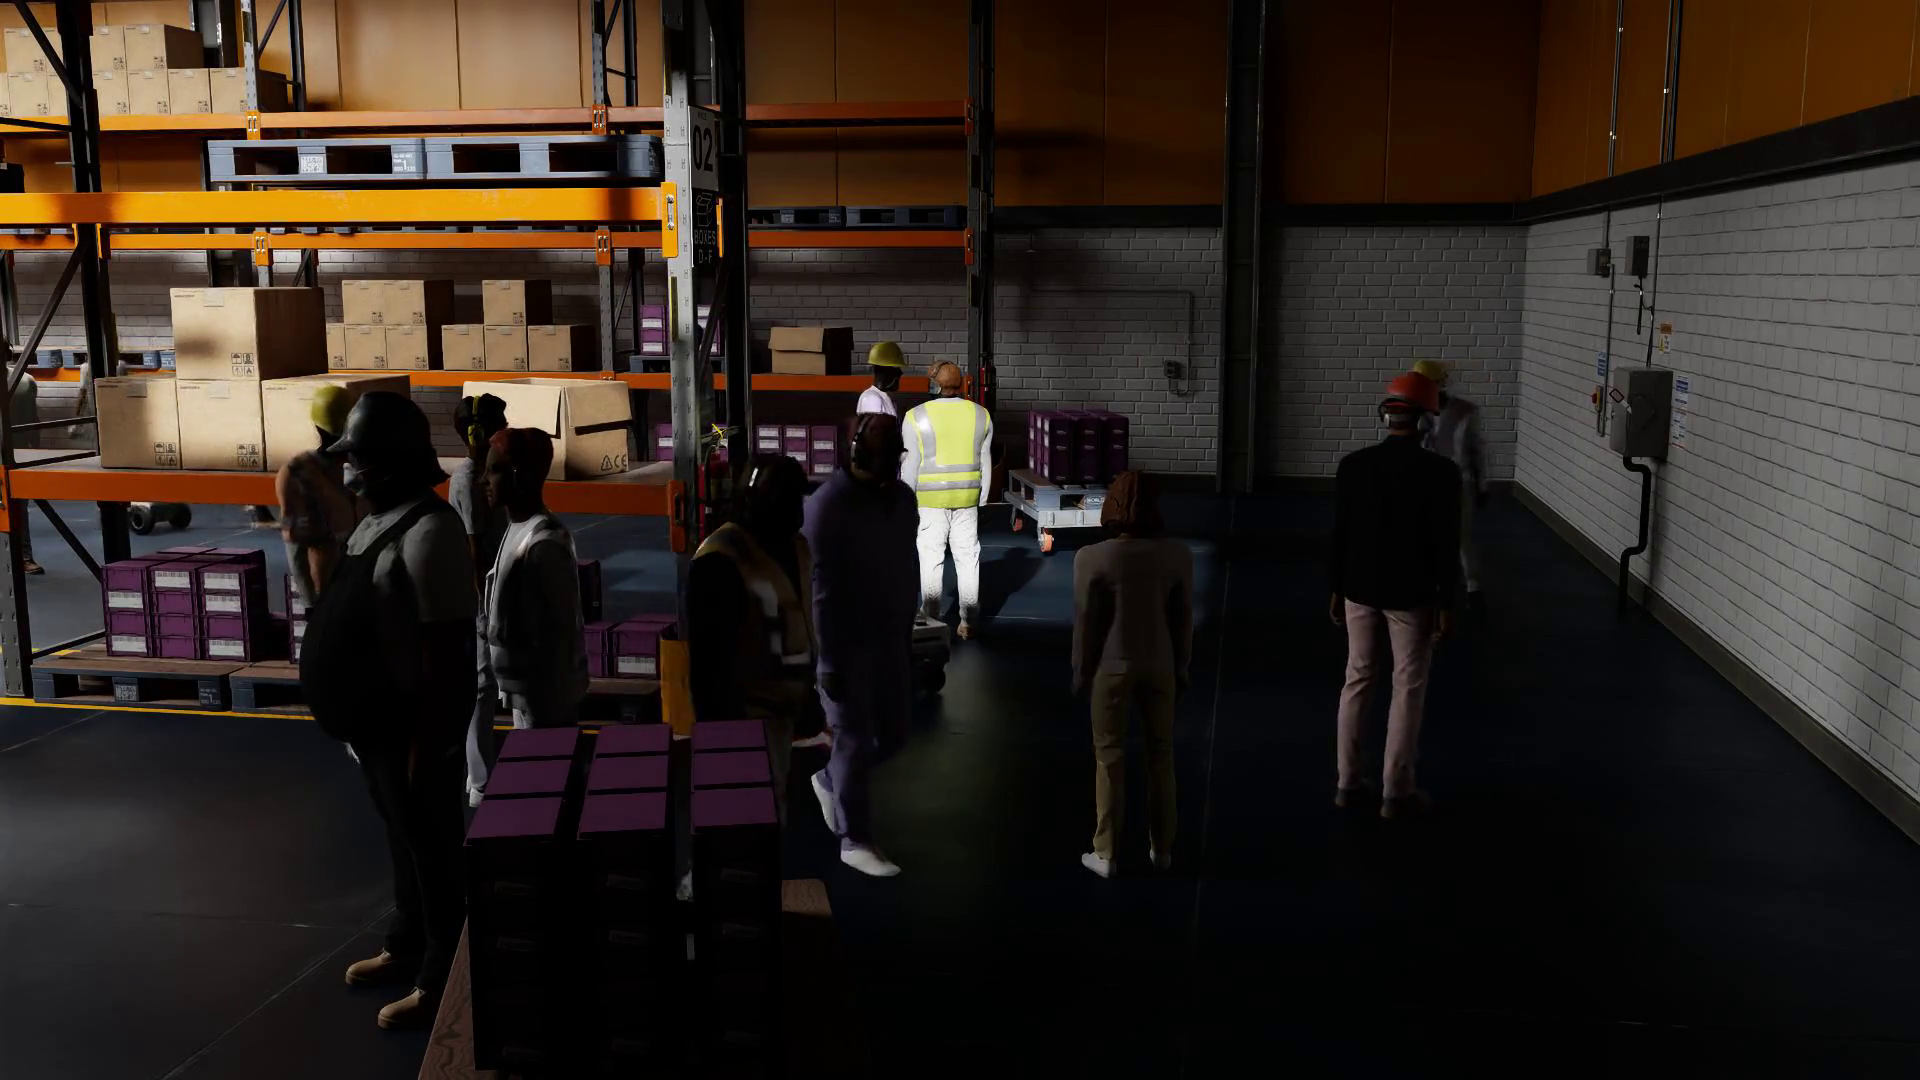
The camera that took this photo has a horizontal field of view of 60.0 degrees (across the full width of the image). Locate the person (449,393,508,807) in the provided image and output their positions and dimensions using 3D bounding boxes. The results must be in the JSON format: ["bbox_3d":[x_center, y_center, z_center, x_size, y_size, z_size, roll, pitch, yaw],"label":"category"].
[{"bbox_3d":[-2.126,0.273,7.519,0.328,1.872,0.513,-3,10,-17],"label":"person"}]

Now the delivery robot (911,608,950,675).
[{"bbox_3d":[-0.350,0.540,9.642,0.477,0.478,0.707,-5,11,-29],"label":"delivery robot"}]

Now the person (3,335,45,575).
[{"bbox_3d":[-7.552,-0.661,13.121,0.371,1.934,0.627,7,11,36],"label":"person"}]

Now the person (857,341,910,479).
[{"bbox_3d":[-0.545,-0.452,11.862,0.386,1.920,0.586,1,9,5],"label":"person"}]

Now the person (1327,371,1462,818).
[{"bbox_3d":[1.955,0.236,7.449,0.638,1.970,0.454,8,12,40],"label":"person"}]

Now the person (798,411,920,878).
[{"bbox_3d":[-0.435,0.408,6.686,0.565,1.879,0.656,8,12,40],"label":"person"}]

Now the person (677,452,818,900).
[{"bbox_3d":[-0.718,0.591,5.721,0.474,1.815,0.654,2,9,14],"label":"person"}]

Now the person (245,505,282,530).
[{"bbox_3d":[-6.459,-0.991,15.488,0.406,1.828,0.538,-1,9,-4],"label":"person"}]

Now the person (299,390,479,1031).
[{"bbox_3d":[-1.832,0.536,5.357,0.535,2.000,0.674,-6,11,-31],"label":"person"}]

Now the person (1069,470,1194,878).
[{"bbox_3d":[0.683,0.535,6.627,0.505,1.633,0.279,-2,9,-12],"label":"person"}]

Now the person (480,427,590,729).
[{"bbox_3d":[-1.477,0.545,5.796,0.362,1.882,0.576,-4,10,-23],"label":"person"}]

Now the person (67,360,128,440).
[{"bbox_3d":[-8.541,-1.161,16.530,0.640,1.842,0.544,3,10,16],"label":"person"}]

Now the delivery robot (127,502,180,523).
[{"bbox_3d":[-7.628,-0.401,15.478,0.707,0.478,0.477,4,10,23],"label":"delivery robot"}]

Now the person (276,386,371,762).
[{"bbox_3d":[-2.906,0.196,7.965,0.652,1.875,0.509,-8,12,-41],"label":"person"}]

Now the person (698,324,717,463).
[{"bbox_3d":[-2.545,-1.135,16.014,0.406,1.947,0.606,1,9,5],"label":"person"}]

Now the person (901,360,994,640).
[{"bbox_3d":[-0.098,-0.243,10.809,0.625,1.844,0.429,-4,10,-21],"label":"person"}]

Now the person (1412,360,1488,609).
[{"bbox_3d":[3.430,-0.392,11.907,0.635,1.787,0.456,5,11,30],"label":"person"}]
